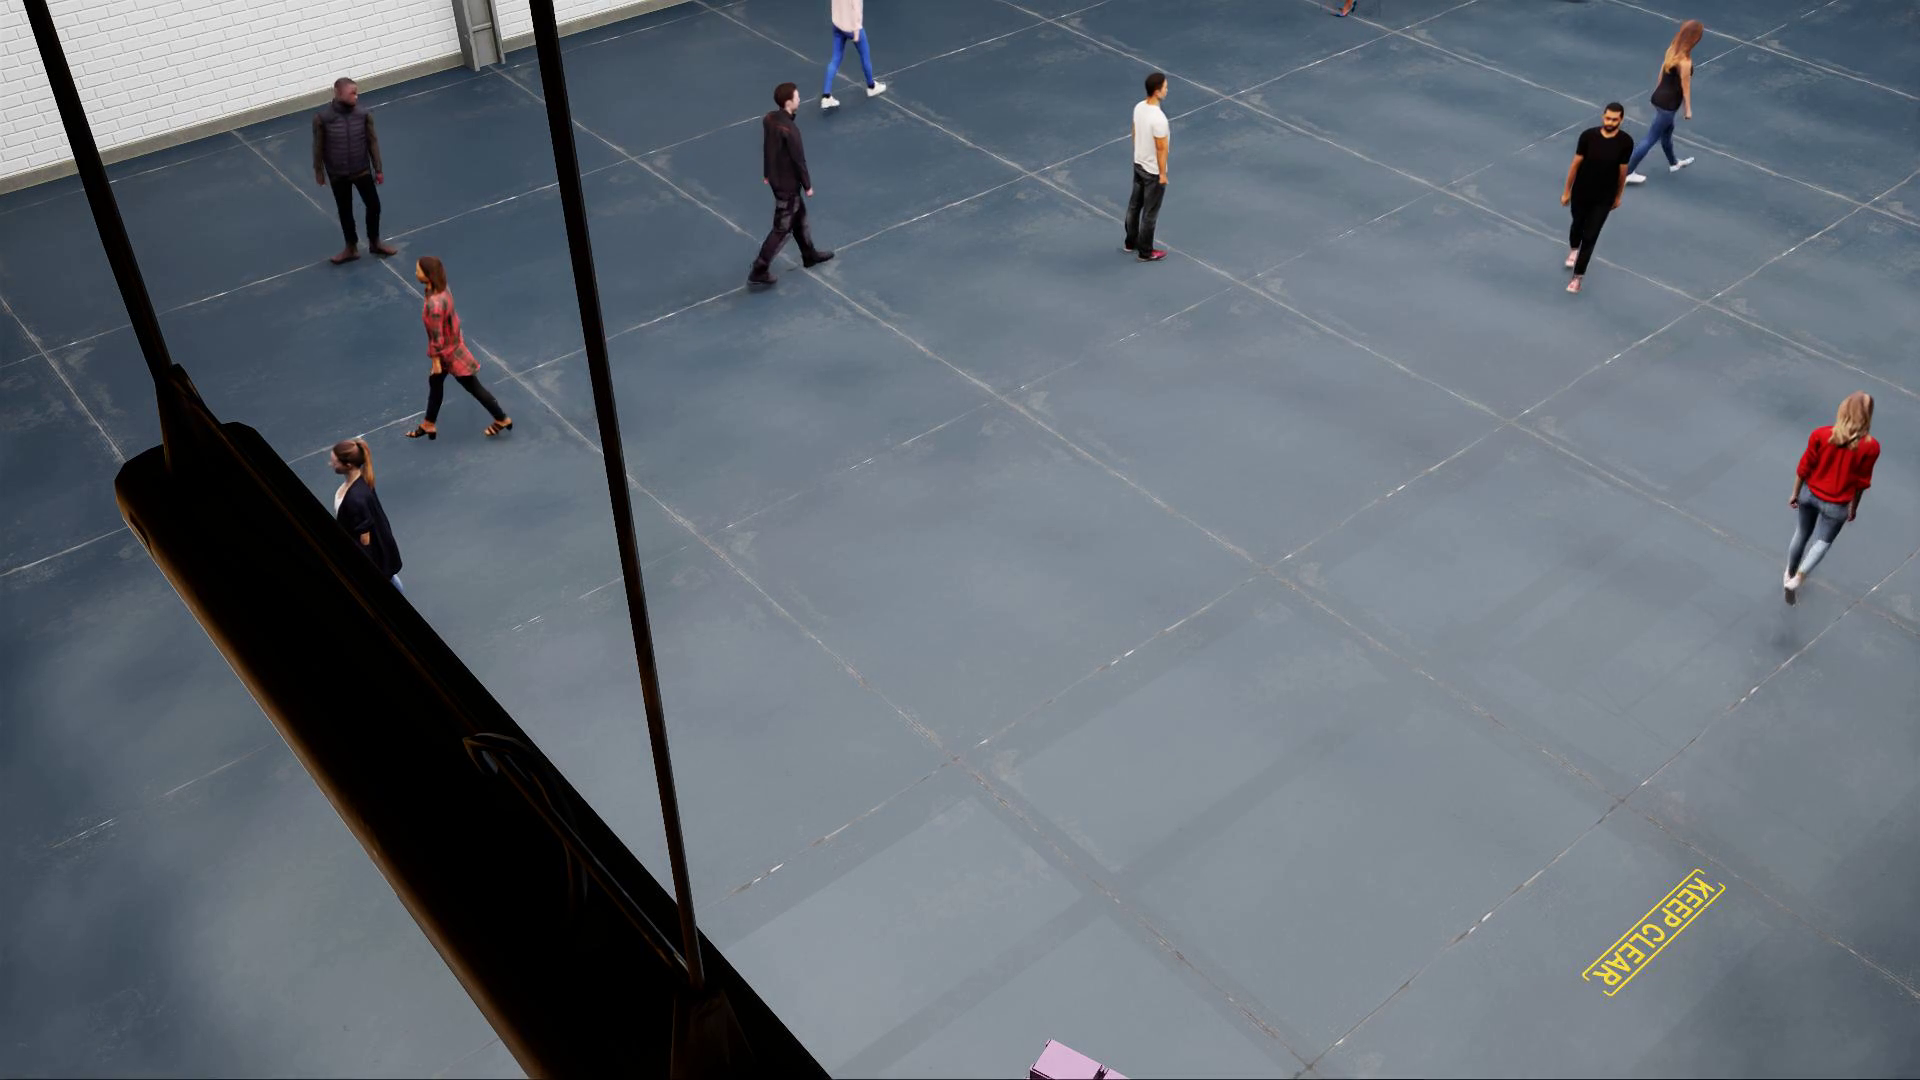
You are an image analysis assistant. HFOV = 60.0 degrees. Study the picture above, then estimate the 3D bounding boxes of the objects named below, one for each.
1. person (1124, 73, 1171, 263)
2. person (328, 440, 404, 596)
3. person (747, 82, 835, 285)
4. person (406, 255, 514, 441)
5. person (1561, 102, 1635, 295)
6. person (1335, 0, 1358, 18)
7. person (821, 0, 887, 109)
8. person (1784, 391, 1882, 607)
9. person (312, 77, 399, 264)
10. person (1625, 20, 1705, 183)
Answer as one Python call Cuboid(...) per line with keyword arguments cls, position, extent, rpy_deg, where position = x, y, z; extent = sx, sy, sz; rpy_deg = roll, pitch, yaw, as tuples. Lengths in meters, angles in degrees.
Cuboid(cls="person", position=(1.754, -3.479, 15.512), extent=(0.610, 1.798, 0.690), rpy_deg=(-18, 42, -21))
Cuboid(cls="person", position=(-3.960, 0.024, 11.217), extent=(0.701, 1.685, 0.709), rpy_deg=(-10, 40, -12))
Cuboid(cls="person", position=(-1.647, -3.189, 15.085), extent=(1.229, 1.878, 0.823), rpy_deg=(-20, 43, -23))
Cuboid(cls="person", position=(-3.933, -1.468, 13.107), extent=(1.164, 1.657, 0.939), rpy_deg=(-9, 39, -11))
Cuboid(cls="person", position=(5.800, -3.195, 15.225), extent=(0.952, 1.713, 1.235), rpy_deg=(18, 42, 21))
Cuboid(cls="person", position=(4.826, -7.278, 20.314), extent=(0.694, 1.743, 0.571), rpy_deg=(16, 41, 19))
Cuboid(cls="person", position=(-1.300, -5.539, 18.153), extent=(1.155, 1.722, 0.716), rpy_deg=(-32, 48, -34))
Cuboid(cls="person", position=(5.992, -0.244, 11.545), extent=(0.744, 1.695, 0.944), rpy_deg=(25, 45, 28))
Cuboid(cls="person", position=(-5.725, -3.414, 15.418), extent=(0.618, 1.814, 0.934), rpy_deg=(-10, 40, -12))
Cuboid(cls="person", position=(7.014, -4.365, 16.714), extent=(1.086, 1.683, 0.973), rpy_deg=(-1, 39, -2))
